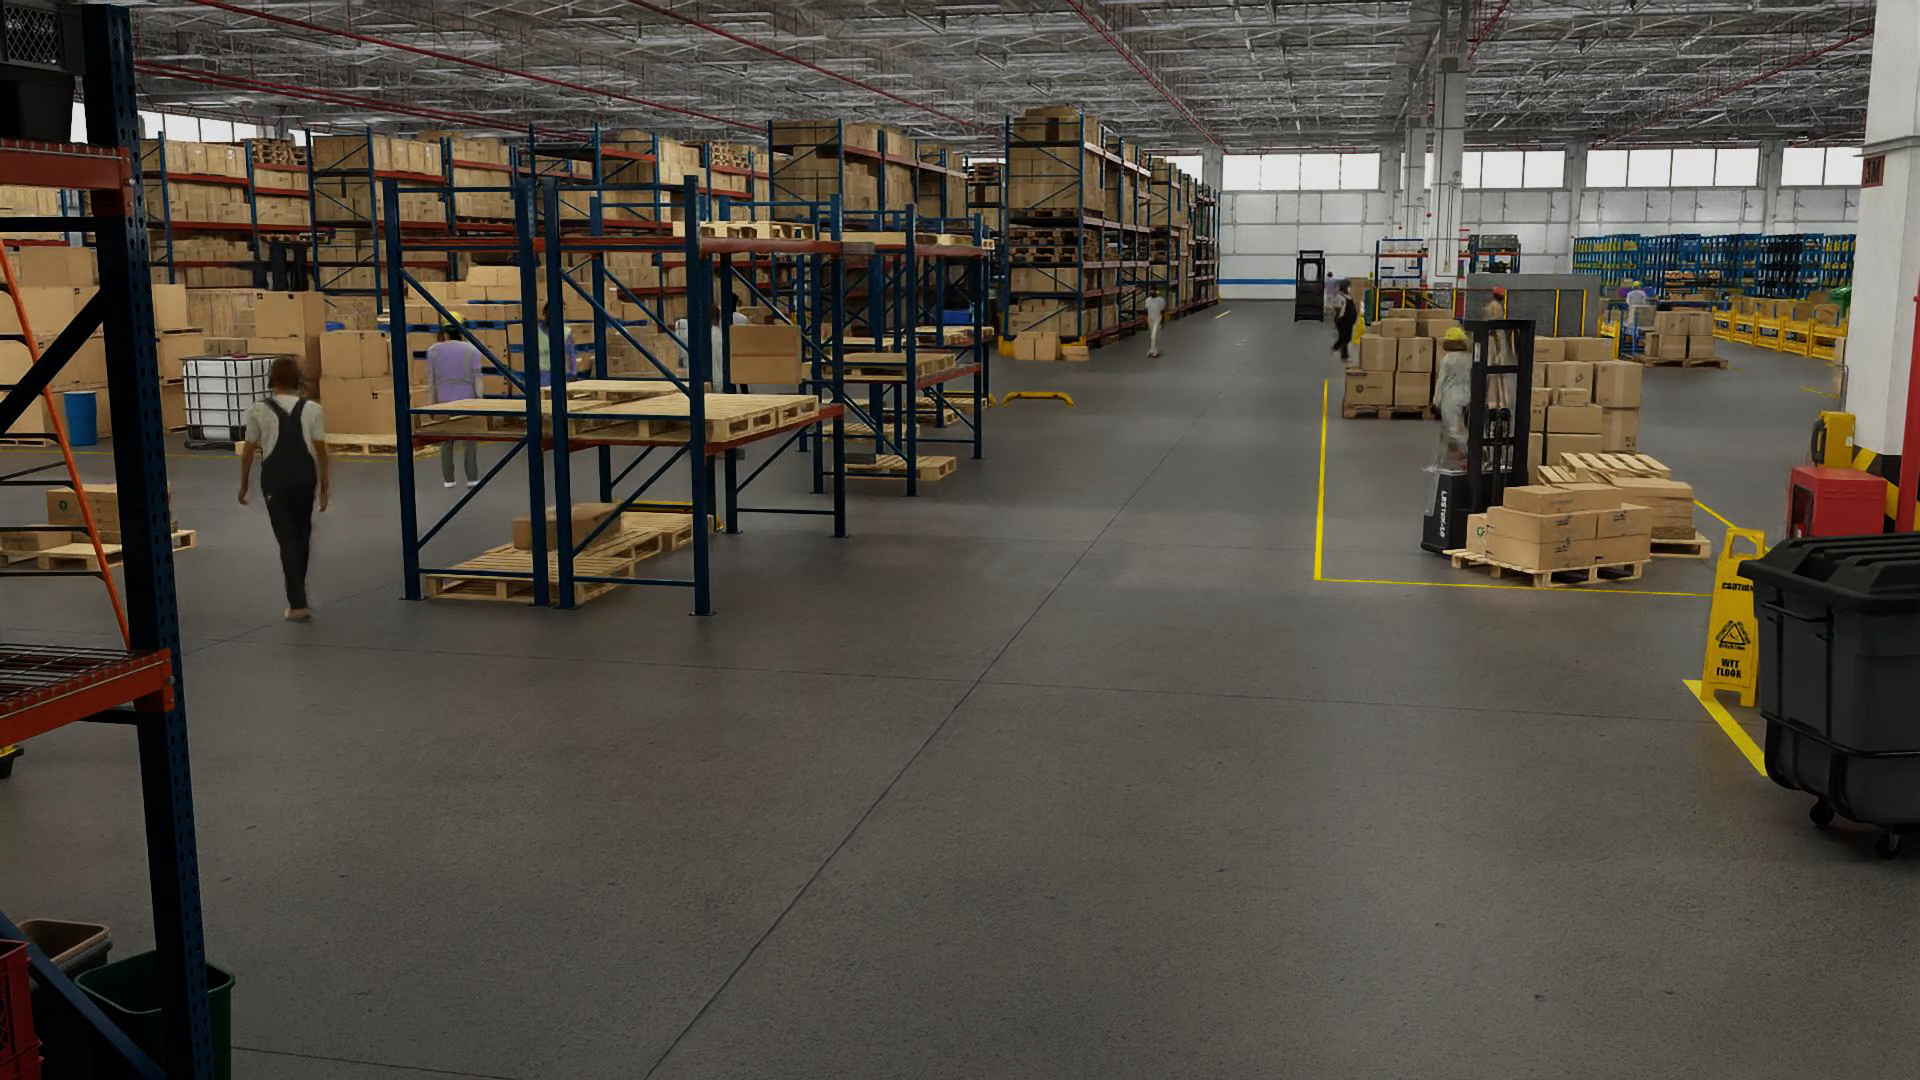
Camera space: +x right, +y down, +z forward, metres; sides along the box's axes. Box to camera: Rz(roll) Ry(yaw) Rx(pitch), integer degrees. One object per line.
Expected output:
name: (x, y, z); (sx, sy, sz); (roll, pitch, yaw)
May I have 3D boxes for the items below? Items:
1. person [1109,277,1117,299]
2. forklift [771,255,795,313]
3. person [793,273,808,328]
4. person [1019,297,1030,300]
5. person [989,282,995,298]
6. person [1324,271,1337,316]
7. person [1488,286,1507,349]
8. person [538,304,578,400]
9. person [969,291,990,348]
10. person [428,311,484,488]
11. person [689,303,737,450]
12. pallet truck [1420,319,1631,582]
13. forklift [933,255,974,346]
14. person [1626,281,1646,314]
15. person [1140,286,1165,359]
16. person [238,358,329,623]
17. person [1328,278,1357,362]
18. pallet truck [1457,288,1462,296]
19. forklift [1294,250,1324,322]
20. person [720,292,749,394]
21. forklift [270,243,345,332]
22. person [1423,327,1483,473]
person: (7.762, -12.651, 84.231); (0.624, 1.828, 0.678); (2, 10, 12)
forklift: (-7.885, -11.164, 72.312); (1.129, 2.768, 1.873); (2, 10, 12)
person: (-5.255, -7.737, 54.496); (0.605, 2.044, 0.375); (8, 13, 40)
person: (2.163, -7.465, 53.912); (0.541, 1.696, 0.316); (-5, 11, -27)
person: (1.158, -8.954, 62.952); (0.451, 1.618, 0.518); (8, 13, 41)
person: (16.167, -10.775, 72.795); (0.638, 1.938, 0.356); (3, 10, 16)
person: (11.858, -4.679, 36.874); (1.011, 1.886, 0.566); (4, 10, 22)
person: (-5.548, -2.277, 22.703); (0.597, 1.865, 0.987); (-5, 11, -28)
person: (0.507, -5.702, 43.574); (0.540, 1.670, 0.786); (1, 10, 6)
person: (-5.436, -1.509, 18.009); (0.583, 1.919, 0.403); (0, 10, -3)
person: (-3.128, -2.006, 20.924); (0.635, 1.934, 0.643); (6, 12, 34)
pallet truck: (4.543, -0.757, 13.299); (0.823, 1.965, 1.885); (-4, 10, -22)
forklift: (-0.059, -6.683, 45.783); (1.129, 2.768, 1.873); (2, 10, 12)
person: (21.359, -7.281, 52.566); (0.590, 1.791, 0.931); (2, 10, 13)
person: (4.817, -5.439, 41.568); (0.513, 1.818, 0.990); (7, 12, 35)
person: (-4.695, -0.360, 11.559); (0.552, 1.782, 0.985); (-6, 11, -31)
person: (9.236, -5.305, 40.105); (0.698, 2.000, 0.692); (7, 12, 37)
pallet truck: (20.506, -9.785, 68.819); (0.653, 1.274, 1.630); (2, 10, 12)
forklift: (13.778, -10.002, 65.433); (1.129, 2.768, 1.873); (2, 10, 12)
person: (-3.587, -2.950, 26.420); (0.381, 1.958, 0.606); (7, 12, 34)
forklift: (-14.560, -5.088, 36.333); (1.873, 2.768, 1.129); (2, 10, 12)
person: (5.675, -1.575, 18.975); (0.488, 1.713, 0.819); (-8, 13, -41)
